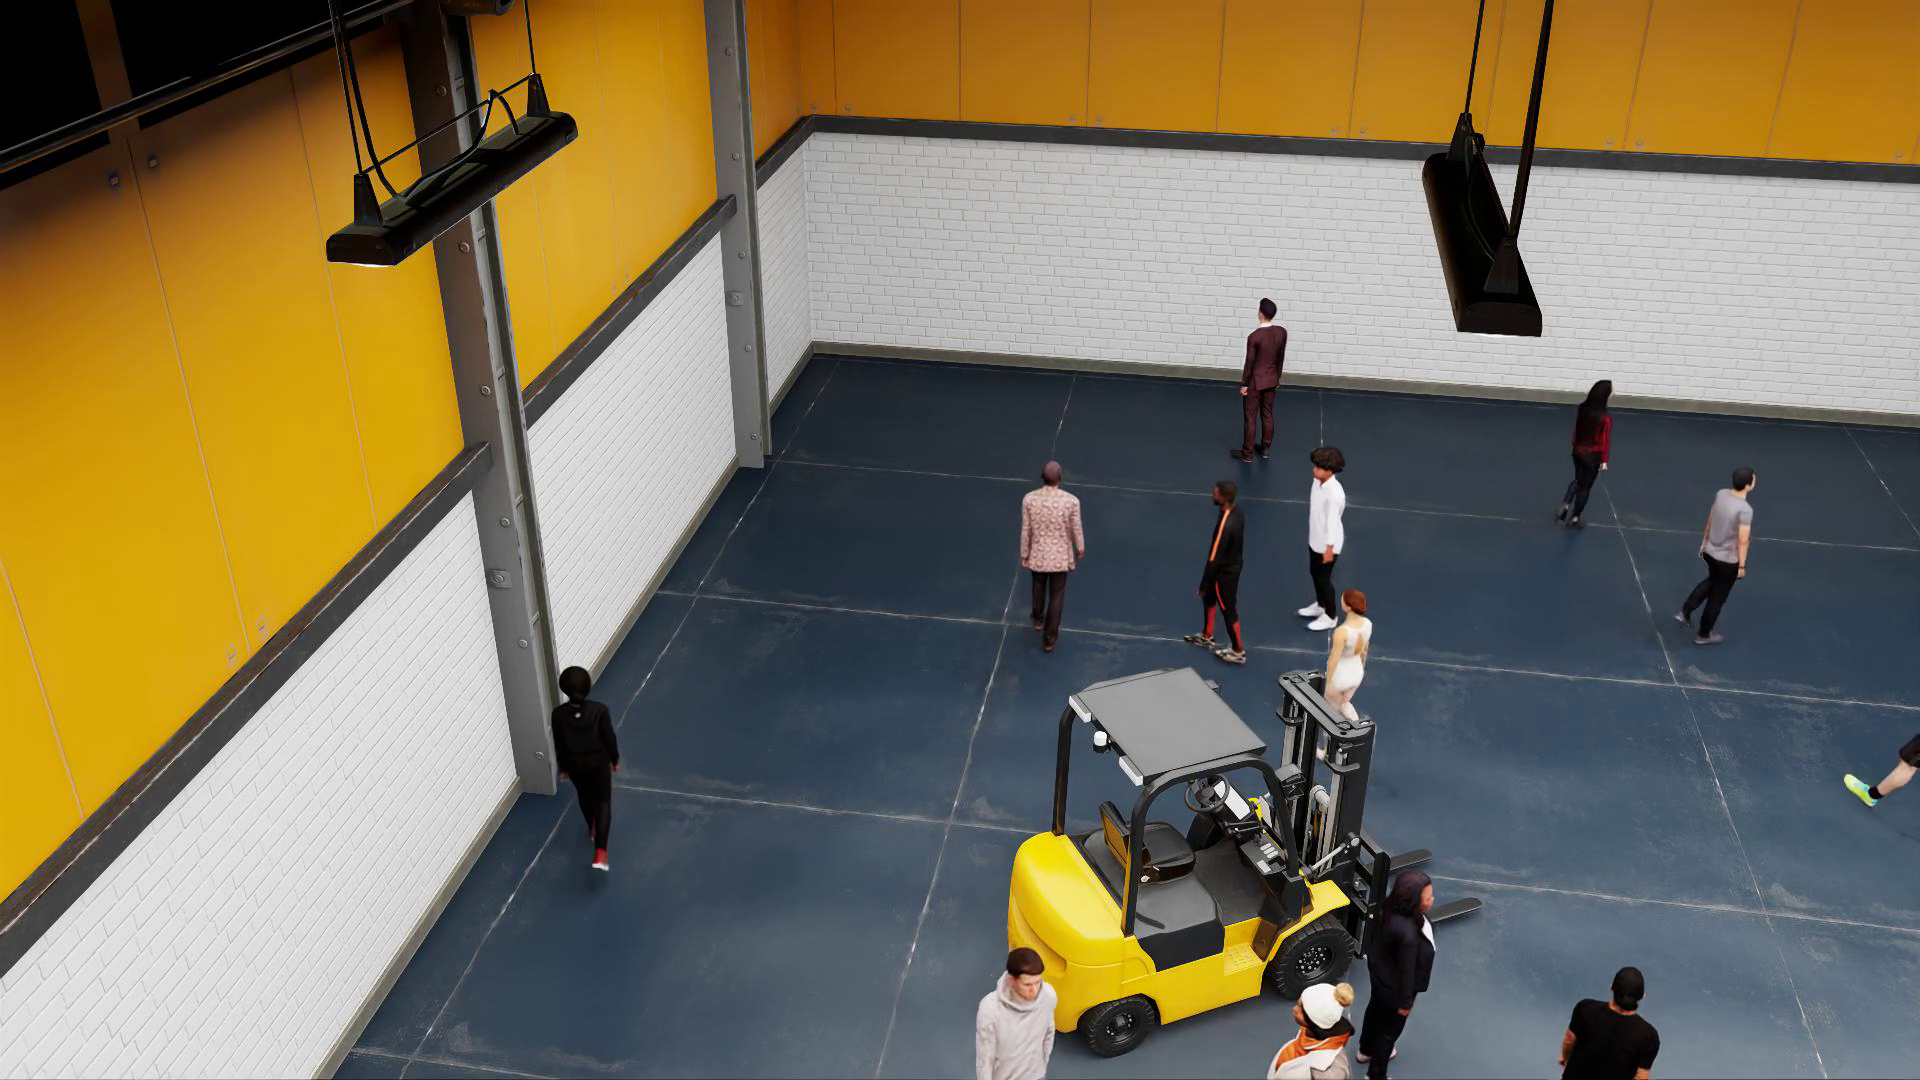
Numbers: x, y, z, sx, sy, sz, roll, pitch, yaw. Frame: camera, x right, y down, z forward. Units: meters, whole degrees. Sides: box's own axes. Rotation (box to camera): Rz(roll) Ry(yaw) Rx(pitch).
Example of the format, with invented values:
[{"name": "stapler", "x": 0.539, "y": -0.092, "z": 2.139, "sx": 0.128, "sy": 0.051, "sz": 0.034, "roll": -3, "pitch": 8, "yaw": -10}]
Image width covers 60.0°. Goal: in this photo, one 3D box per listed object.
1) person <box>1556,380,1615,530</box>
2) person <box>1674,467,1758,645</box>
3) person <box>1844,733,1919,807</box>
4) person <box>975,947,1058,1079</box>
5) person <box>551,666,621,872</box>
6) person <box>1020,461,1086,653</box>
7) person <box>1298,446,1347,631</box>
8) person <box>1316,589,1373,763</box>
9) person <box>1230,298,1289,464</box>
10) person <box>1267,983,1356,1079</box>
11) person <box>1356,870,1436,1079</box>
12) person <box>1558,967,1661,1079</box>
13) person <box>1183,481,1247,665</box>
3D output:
[{"name": "person", "x": 6.259, "y": -0.831, "z": 16.758, "sx": 0.792, "sy": 1.648, "sz": 0.722, "roll": -13, "pitch": 31, "yaw": -23}, {"name": "person", "x": 6.743, "y": 0.149, "z": 14.860, "sx": 0.779, "sy": 1.746, "sz": 0.717, "roll": -5, "pitch": 29, "yaw": -9}, {"name": "person", "x": 7.431, "y": 1.466, "z": 12.341, "sx": 1.125, "sy": 1.846, "sz": 1.210, "roll": -16, "pitch": 33, "yaw": -27}, {"name": "person", "x": 0.249, "y": 3.011, "z": 9.547, "sx": 1.122, "sy": 1.810, "sz": 1.343, "roll": -11, "pitch": 30, "yaw": -19}, {"name": "person", "x": -2.716, "y": 1.681, "z": 12.156, "sx": 0.790, "sy": 1.646, "sz": 1.107, "roll": -2, "pitch": 29, "yaw": -4}, {"name": "person", "x": 0.792, "y": 0.180, "z": 14.760, "sx": 0.730, "sy": 1.787, "sz": 0.870, "roll": 8, "pitch": 30, "yaw": 14}, {"name": "person", "x": 3.342, "y": -0.027, "z": 15.130, "sx": 0.788, "sy": 1.796, "sz": 0.669, "roll": -6, "pitch": 29, "yaw": -12}, {"name": "person", "x": 3.103, "y": 1.127, "z": 13.184, "sx": 0.763, "sy": 1.634, "sz": 0.824, "roll": -18, "pitch": 33, "yaw": -29}, {"name": "person", "x": 3.301, "y": -1.750, "z": 18.216, "sx": 0.781, "sy": 1.866, "sz": 0.819, "roll": -15, "pitch": 32, "yaw": -25}, {"name": "person", "x": 1.954, "y": 3.147, "z": 9.212, "sx": 0.758, "sy": 1.890, "sz": 0.617, "roll": 2, "pitch": 29, "yaw": 4}, {"name": "person", "x": 2.687, "y": 2.706, "z": 10.309, "sx": 0.751, "sy": 1.615, "sz": 0.607, "roll": 1, "pitch": 29, "yaw": 1}, {"name": "person", "x": 3.559, "y": 3.165, "z": 9.353, "sx": 0.878, "sy": 1.724, "sz": 1.155, "roll": 14, "pitch": 32, "yaw": 24}, {"name": "person", "x": 2.409, "y": 0.311, "z": 14.520, "sx": 0.824, "sy": 1.787, "sz": 0.855, "roll": 13, "pitch": 31, "yaw": 23}]
